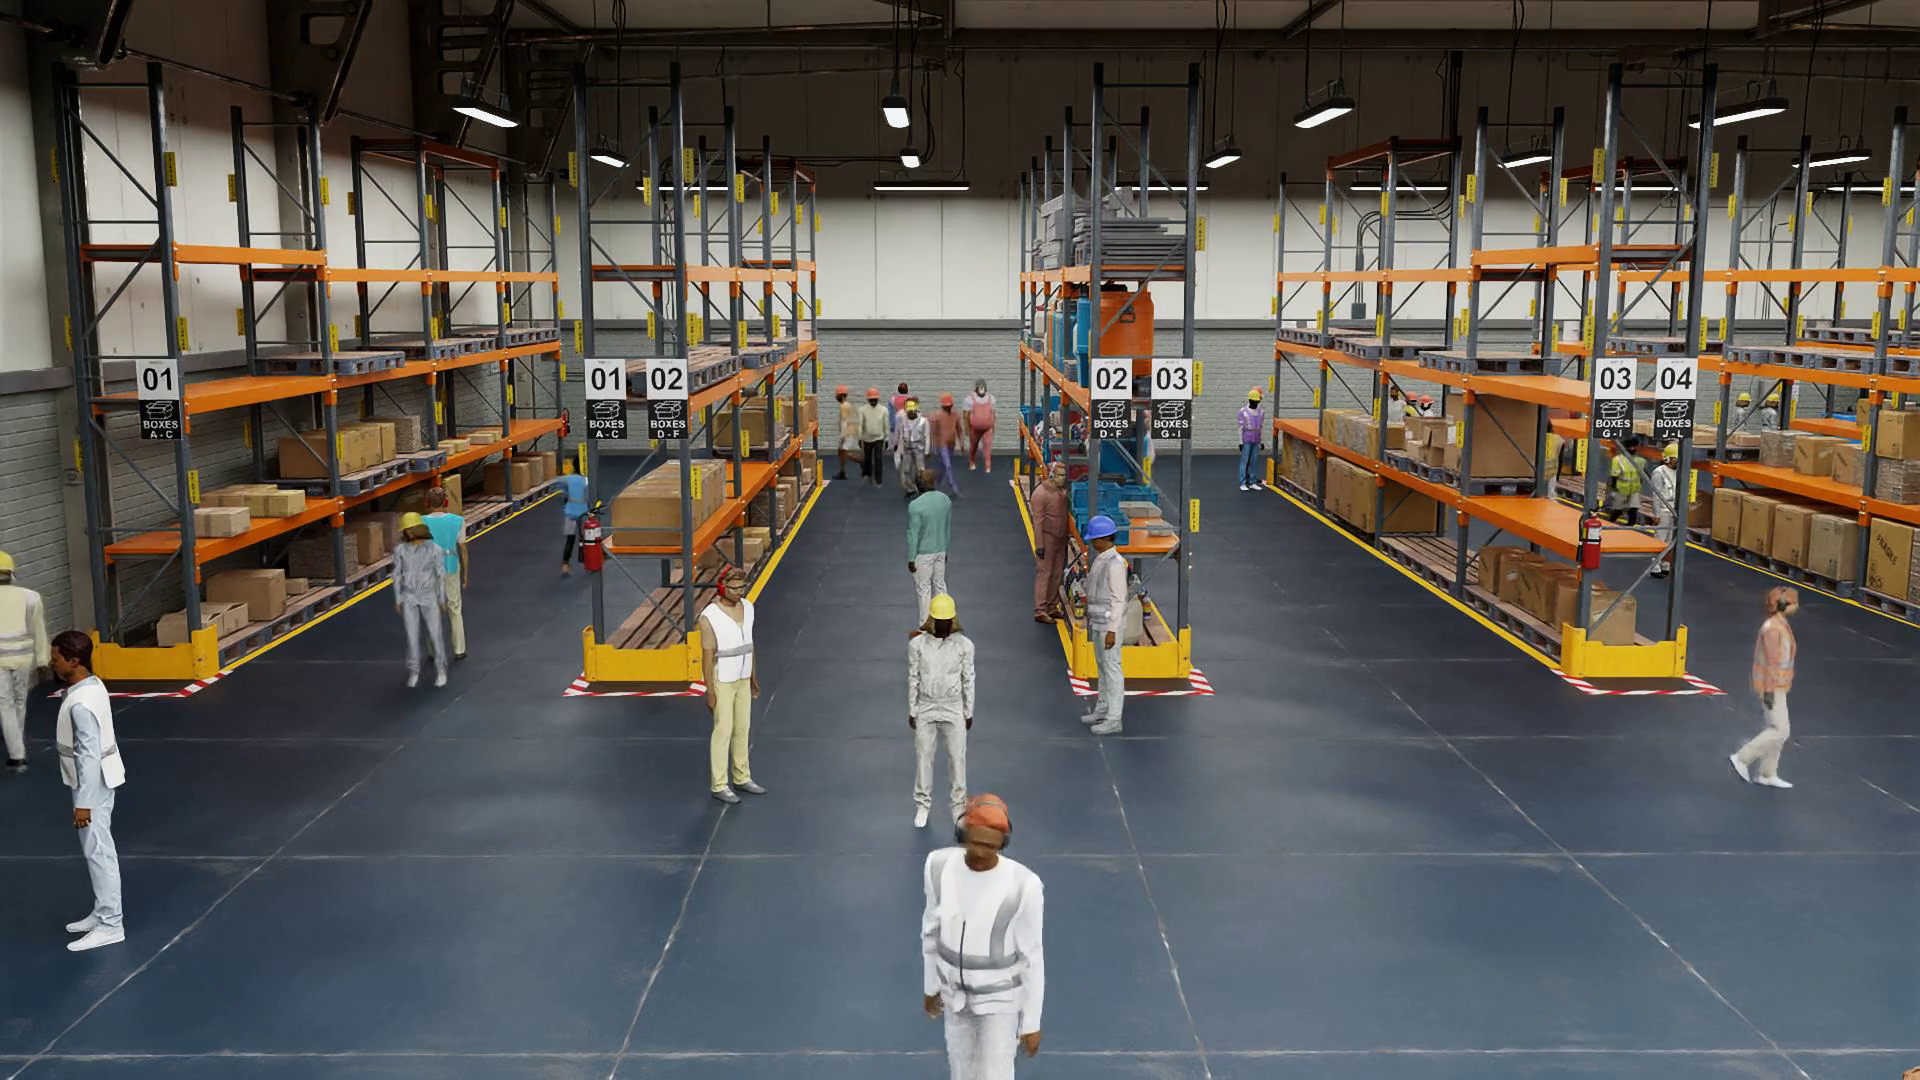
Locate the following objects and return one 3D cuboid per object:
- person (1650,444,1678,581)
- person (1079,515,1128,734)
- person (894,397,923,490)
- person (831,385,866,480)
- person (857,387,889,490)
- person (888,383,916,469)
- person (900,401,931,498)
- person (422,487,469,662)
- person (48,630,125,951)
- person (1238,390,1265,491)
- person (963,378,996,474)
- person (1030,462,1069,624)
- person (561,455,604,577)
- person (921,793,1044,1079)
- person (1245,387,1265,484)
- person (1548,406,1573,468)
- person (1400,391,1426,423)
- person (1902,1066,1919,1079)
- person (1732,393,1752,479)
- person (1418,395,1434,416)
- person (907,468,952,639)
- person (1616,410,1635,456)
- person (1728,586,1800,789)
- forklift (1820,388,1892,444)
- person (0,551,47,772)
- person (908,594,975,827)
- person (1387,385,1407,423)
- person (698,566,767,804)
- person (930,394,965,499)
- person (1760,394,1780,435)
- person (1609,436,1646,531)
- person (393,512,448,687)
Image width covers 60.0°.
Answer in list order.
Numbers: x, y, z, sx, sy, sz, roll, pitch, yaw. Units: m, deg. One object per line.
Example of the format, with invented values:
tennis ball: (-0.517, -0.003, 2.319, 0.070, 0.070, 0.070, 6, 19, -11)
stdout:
person: (9.486, -0.379, 22.247, 0.603, 1.830, 0.404, -6, 11, -35)
person: (1.284, 0.739, 14.718, 0.401, 1.938, 0.603, -2, 9, -10)
person: (-0.883, -1.812, 31.588, 0.638, 1.793, 0.937, -7, 11, -39)
person: (-2.218, -2.150, 33.363, 0.698, 1.917, 0.556, -1, 9, -5)
person: (-1.673, -1.981, 32.125, 0.619, 1.969, 0.791, 0, 9, -2)
person: (-1.200, -2.425, 35.379, 0.625, 1.846, 0.429, 2, 9, 11)
person: (-0.814, -1.633, 30.463, 0.642, 1.799, 0.459, 5, 10, 27)
person: (-5.444, 0.361, 17.439, 0.564, 1.848, 0.390, -3, 9, -16)
person: (-5.230, 1.485, 9.995, 0.392, 1.916, 0.590, -5, 10, -27)
person: (5.565, -1.904, 31.750, 0.587, 1.929, 0.361, -5, 10, -27)
person: (0.399, -2.432, 34.789, 0.692, 2.000, 0.979, -2, 9, -10)
person: (1.088, 0.025, 19.469, 0.401, 1.893, 0.654, 6, 11, 34)
person: (-5.175, -0.341, 22.582, 0.533, 1.653, 0.873, 2, 9, 11)
person: (0.136, 1.951, 7.203, 0.606, 1.855, 0.541, 5, 10, 31)
person: (5.791, -2.056, 32.740, 0.388, 1.929, 0.545, 6, 11, 35)
person: (12.375, -2.249, 34.150, 0.901, 1.874, 0.643, -8, 12, -43)
person: (8.458, -1.826, 31.243, 0.543, 1.932, 0.387, -4, 10, -24)
person: (2.972, 2.390, 5.110, 0.287, 1.626, 0.497, 4, 10, 25)
person: (15.793, -2.106, 33.648, 0.322, 1.741, 0.489, 3, 9, 17)
person: (9.171, -1.984, 32.824, 0.329, 1.750, 0.573, 3, 9, 19)
person: (-0.351, 0.159, 18.494, 0.378, 1.929, 0.634, 8, 12, 42)
person: (13.213, -2.101, 33.344, 0.538, 1.836, 0.923, 4, 10, 25)
person: (6.360, 1.159, 13.018, 0.398, 1.621, 0.531, 6, 11, 33)
forklift: (20.072, -3.110, 36.462, 1.873, 2.768, 1.129, 0, 9, 0)
person: (-7.866, 0.982, 13.679, 0.949, 1.783, 0.604, 8, 12, 41)
person: (-0.135, 1.245, 12.123, 0.486, 1.738, 0.320, 1, 9, 4)
person: (8.985, -2.265, 34.340, 0.328, 1.853, 0.513, -7, 11, -37)
person: (-1.772, 1.100, 12.754, 0.410, 1.831, 0.570, 5, 10, 30)
person: (-0.254, -1.747, 30.781, 0.632, 1.931, 1.002, -6, 11, -35)
person: (16.354, -2.089, 33.588, 0.323, 1.730, 0.491, 0, 9, -1)
person: (10.061, -0.757, 25.149, 0.524, 1.676, 0.643, 1, 9, 4)
person: (-5.316, 0.581, 16.387, 0.493, 1.743, 0.303, 0, 9, -3)
